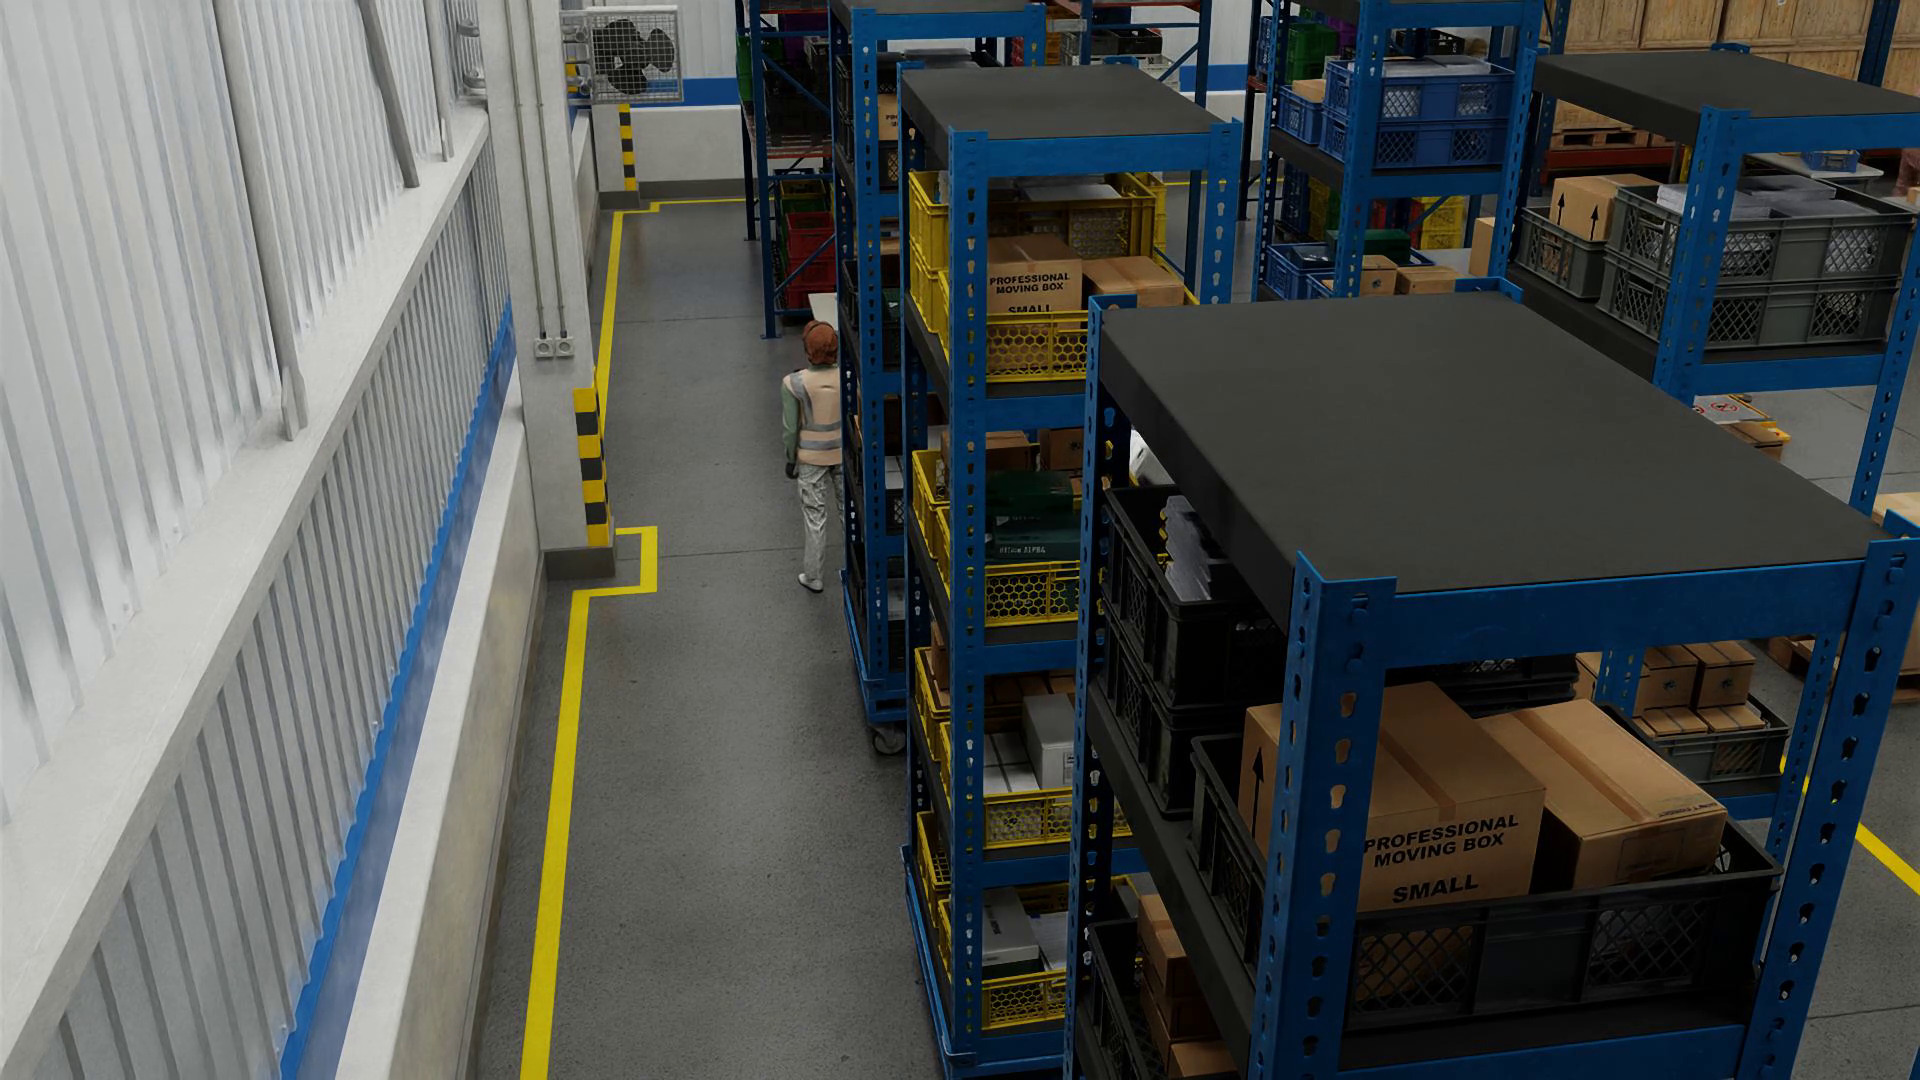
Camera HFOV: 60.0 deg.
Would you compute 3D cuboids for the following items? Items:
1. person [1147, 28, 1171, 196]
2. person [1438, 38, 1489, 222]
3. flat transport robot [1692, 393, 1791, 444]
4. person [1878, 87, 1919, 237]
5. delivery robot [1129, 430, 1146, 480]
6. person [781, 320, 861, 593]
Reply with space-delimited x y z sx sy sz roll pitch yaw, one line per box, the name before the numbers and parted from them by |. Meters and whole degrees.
person | 2.132 -4.821 18.831 0.575 1.881 0.356 8 26 17
person | 5.383 -4.422 17.926 0.726 1.911 0.577 -1 25 -2
flat transport robot | 5.224 -0.859 12.132 1.431 0.197 0.652 -4 25 -8
person | 9.826 -3.939 16.910 0.427 1.889 0.716 -2 25 -5
delivery robot | 0.996 -0.524 10.959 0.477 0.478 0.707 8 26 17
person | -0.776 -0.477 9.673 0.512 1.641 0.306 -10 26 -20
